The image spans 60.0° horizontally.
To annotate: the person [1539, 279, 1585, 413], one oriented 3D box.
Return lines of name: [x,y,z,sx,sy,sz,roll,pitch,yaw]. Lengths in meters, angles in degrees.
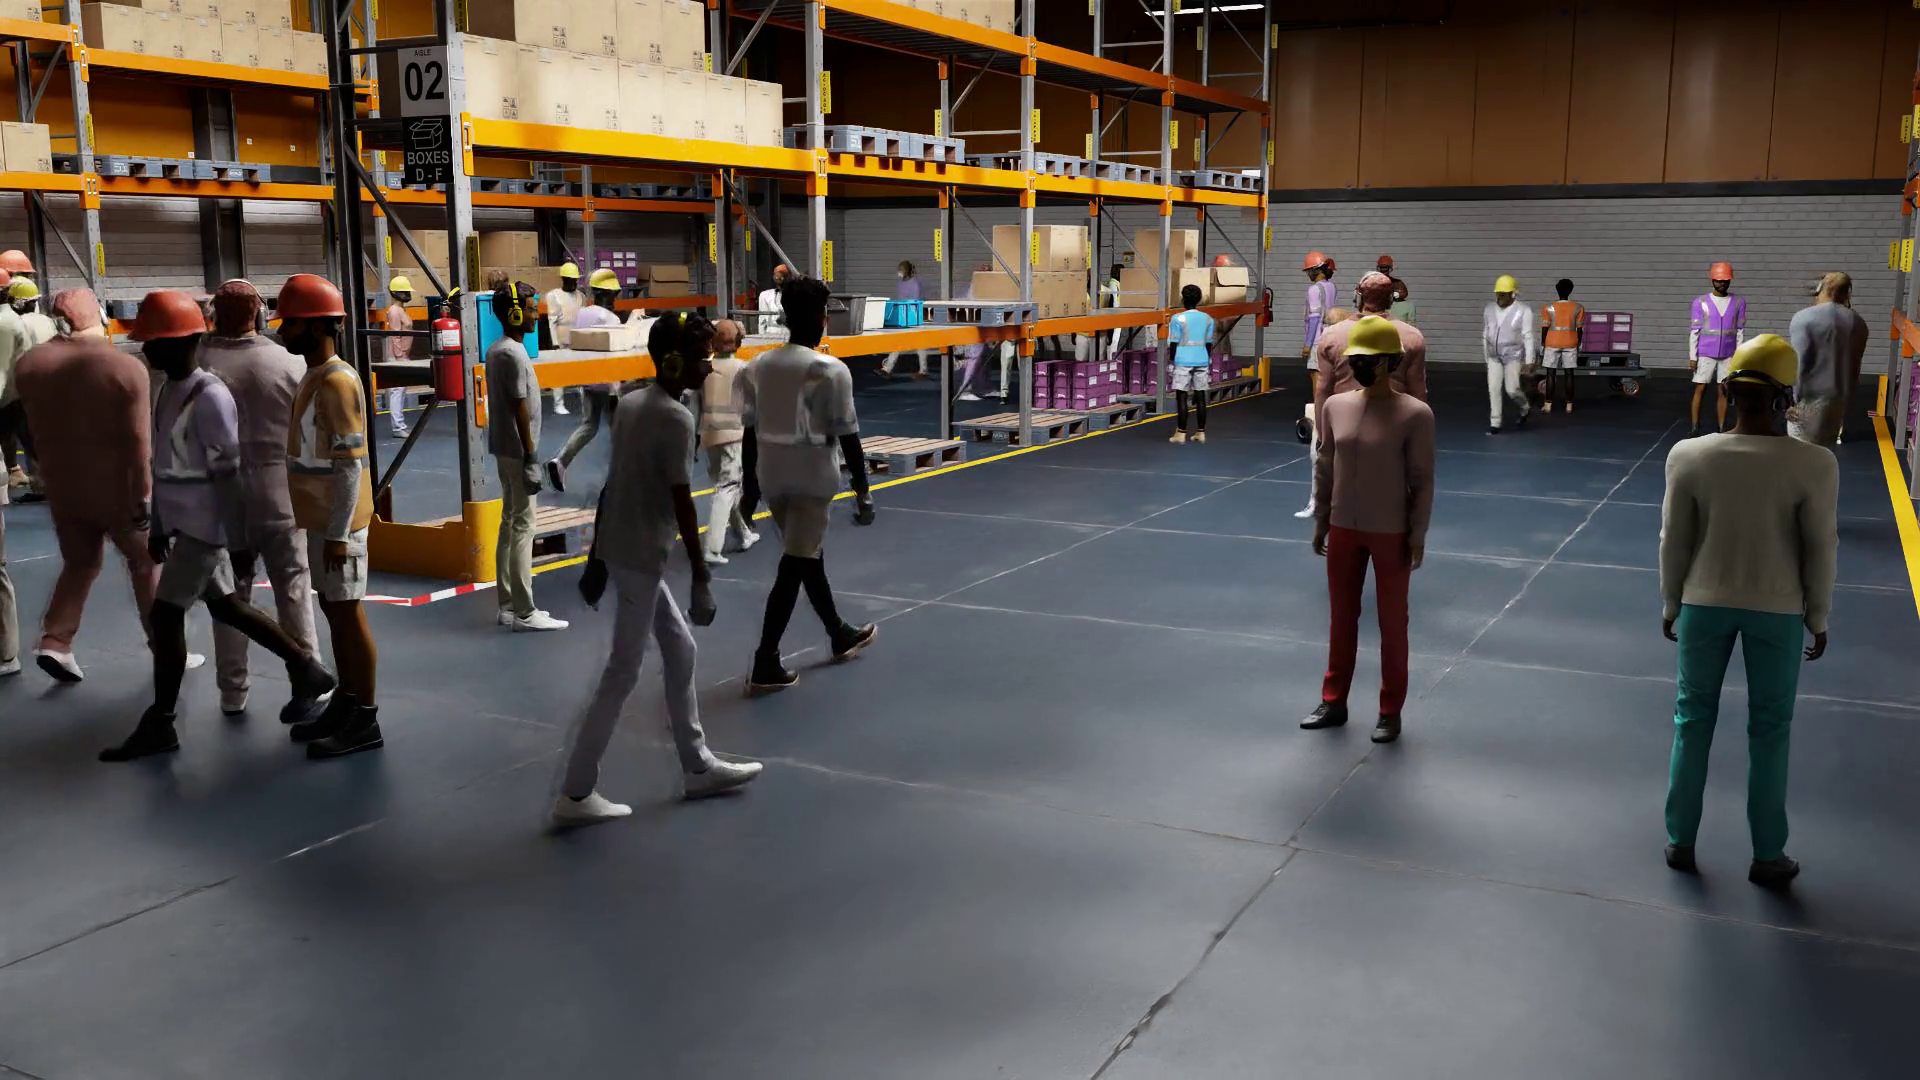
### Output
person: [7.620,-2.455,21.083,0.540,1.696,0.315,1,10,8]

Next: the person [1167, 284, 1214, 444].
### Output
person: [2.445,-1.859,17.648,0.536,1.693,0.319,-5,11,-27]

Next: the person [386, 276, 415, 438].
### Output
person: [-6.114,-2.000,18.245,0.330,1.769,0.526,-2,10,-9]

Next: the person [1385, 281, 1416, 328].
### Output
person: [6.069,-2.775,23.114,0.498,1.634,0.283,7,12,36]

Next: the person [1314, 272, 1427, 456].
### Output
person: [2.461,-0.645,9.993,0.652,1.908,0.409,3,10,17]

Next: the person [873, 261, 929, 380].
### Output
person: [-0.892,-3.453,26.299,1.001,1.885,0.658,-7,12,-34]

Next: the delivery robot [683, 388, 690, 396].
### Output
delivery robot: [-3.639,-2.119,22.168,0.477,0.478,0.707,-4,10,-20]

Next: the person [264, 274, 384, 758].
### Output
person: [-2.561,-0.094,6.717,0.357,1.938,0.542,-6,11,-31]

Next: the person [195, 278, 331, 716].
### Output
person: [-3.095,-0.182,7.307,0.641,1.913,0.407,-3,10,-15]

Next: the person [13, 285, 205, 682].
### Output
person: [-4.048,-0.252,7.801,0.650,1.879,0.605,1,10,5]

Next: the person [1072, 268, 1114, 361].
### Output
person: [1.827,-2.844,22.949,0.627,1.836,0.428,0,10,-2]

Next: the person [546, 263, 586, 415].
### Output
person: [-4.834,-2.481,20.676,0.594,1.892,0.844,-9,13,-43]

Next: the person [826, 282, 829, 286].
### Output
person: [-1.876,-2.718,22.154,0.446,1.852,0.545,-7,12,-35]

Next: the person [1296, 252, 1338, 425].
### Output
person: [4.159,-2.337,19.428,0.389,2.034,0.605,7,12,34]

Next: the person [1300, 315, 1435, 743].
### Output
person: [1.700,-0.043,6.920,0.525,1.769,0.327,9,13,42]

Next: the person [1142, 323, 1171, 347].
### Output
person: [3.050,-3.384,25.852,0.849,1.903,0.660,-5,11,-29]

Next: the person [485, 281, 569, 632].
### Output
person: [-2.354,-0.442,8.927,0.329,1.872,0.508,-6,11,-31]

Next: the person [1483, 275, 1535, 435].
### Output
person: [6.129,-2.057,18.526,0.682,1.797,0.599,-9,14,-43]

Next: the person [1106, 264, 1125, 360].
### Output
person: [2.637,-3.711,27.932,0.429,1.842,0.634,2,10,11]

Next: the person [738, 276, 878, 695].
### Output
person: [-0.701,-0.278,7.848,0.624,1.909,0.992,7,12,37]

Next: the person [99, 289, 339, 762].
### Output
person: [-3.067,-0.084,6.855,0.980,1.893,0.548,-8,13,-40]

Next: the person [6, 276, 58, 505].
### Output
person: [-7.495,-1.198,13.401,0.403,1.837,0.590,0,10,-1]

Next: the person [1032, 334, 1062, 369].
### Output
person: [1.500,-3.863,28.661,0.704,1.891,0.578,-4,11,-22]

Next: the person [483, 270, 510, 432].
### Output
person: [-5.130,-2.134,18.843,0.654,1.825,0.634,9,13,42]

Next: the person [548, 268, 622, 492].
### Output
person: [-3.083,-1.333,14.014,0.598,1.901,0.808,8,13,39]

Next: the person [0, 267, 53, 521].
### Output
person: [-7.066,-1.074,12.388,1.022,1.944,0.625,-6,12,-32]

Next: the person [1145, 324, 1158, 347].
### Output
person: [2.927,-3.188,24.791,0.361,1.883,0.574,-4,11,-21]

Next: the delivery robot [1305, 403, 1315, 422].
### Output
delivery robot: [3.964,-1.315,17.516,0.477,0.478,0.707,-5,11,-26]

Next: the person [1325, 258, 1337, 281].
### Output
person: [5.789,-3.509,26.502,0.376,1.933,0.545,2,10,12]

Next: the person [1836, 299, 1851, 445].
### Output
person: [9.219,-1.817,17.601,0.496,1.629,0.277,4,11,21]

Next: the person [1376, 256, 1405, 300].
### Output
person: [6.467,-3.333,25.399,0.635,1.975,0.638,3,10,17]

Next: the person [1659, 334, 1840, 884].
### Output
person: [2.528,0.225,5.372,0.525,1.769,0.313,7,12,34]

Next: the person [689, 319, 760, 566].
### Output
person: [-1.503,-0.649,10.928,0.539,1.586,0.880,4,11,21]

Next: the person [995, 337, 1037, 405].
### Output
person: [0.746,-2.711,22.160,0.590,1.837,0.403,0,10,0]

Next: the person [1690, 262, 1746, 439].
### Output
person: [8.093,-1.998,17.788,0.547,1.930,0.407,2,10,10]

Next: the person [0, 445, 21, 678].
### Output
person: [-4.690,-0.148,7.905,0.315,1.636,0.515,-7,12,-35]

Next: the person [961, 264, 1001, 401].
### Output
person: [0.363,-2.824,22.765,0.783,1.869,0.677,-2,10,-14]

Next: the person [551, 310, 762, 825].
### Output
person: [-1.085,0.099,5.944,0.919,1.818,0.544,-5,11,-28]

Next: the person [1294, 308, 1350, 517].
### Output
person: [2.926,-0.968,12.726,0.673,1.614,0.503,-4,10,-21]

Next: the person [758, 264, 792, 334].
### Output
person: [-2.126,-2.352,19.943,0.575,1.886,0.362,-1,10,-4]

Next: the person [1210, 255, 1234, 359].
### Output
person: [4.032,-3.440,25.969,0.533,1.980,0.659,3,10,19]

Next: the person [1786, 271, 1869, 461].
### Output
person: [6.211,-0.993,12.068,0.794,1.892,0.435,-3,10,-19]

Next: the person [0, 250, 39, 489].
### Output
person: [-8.013,-1.442,14.214,0.608,2.044,0.377,4,10,20]
